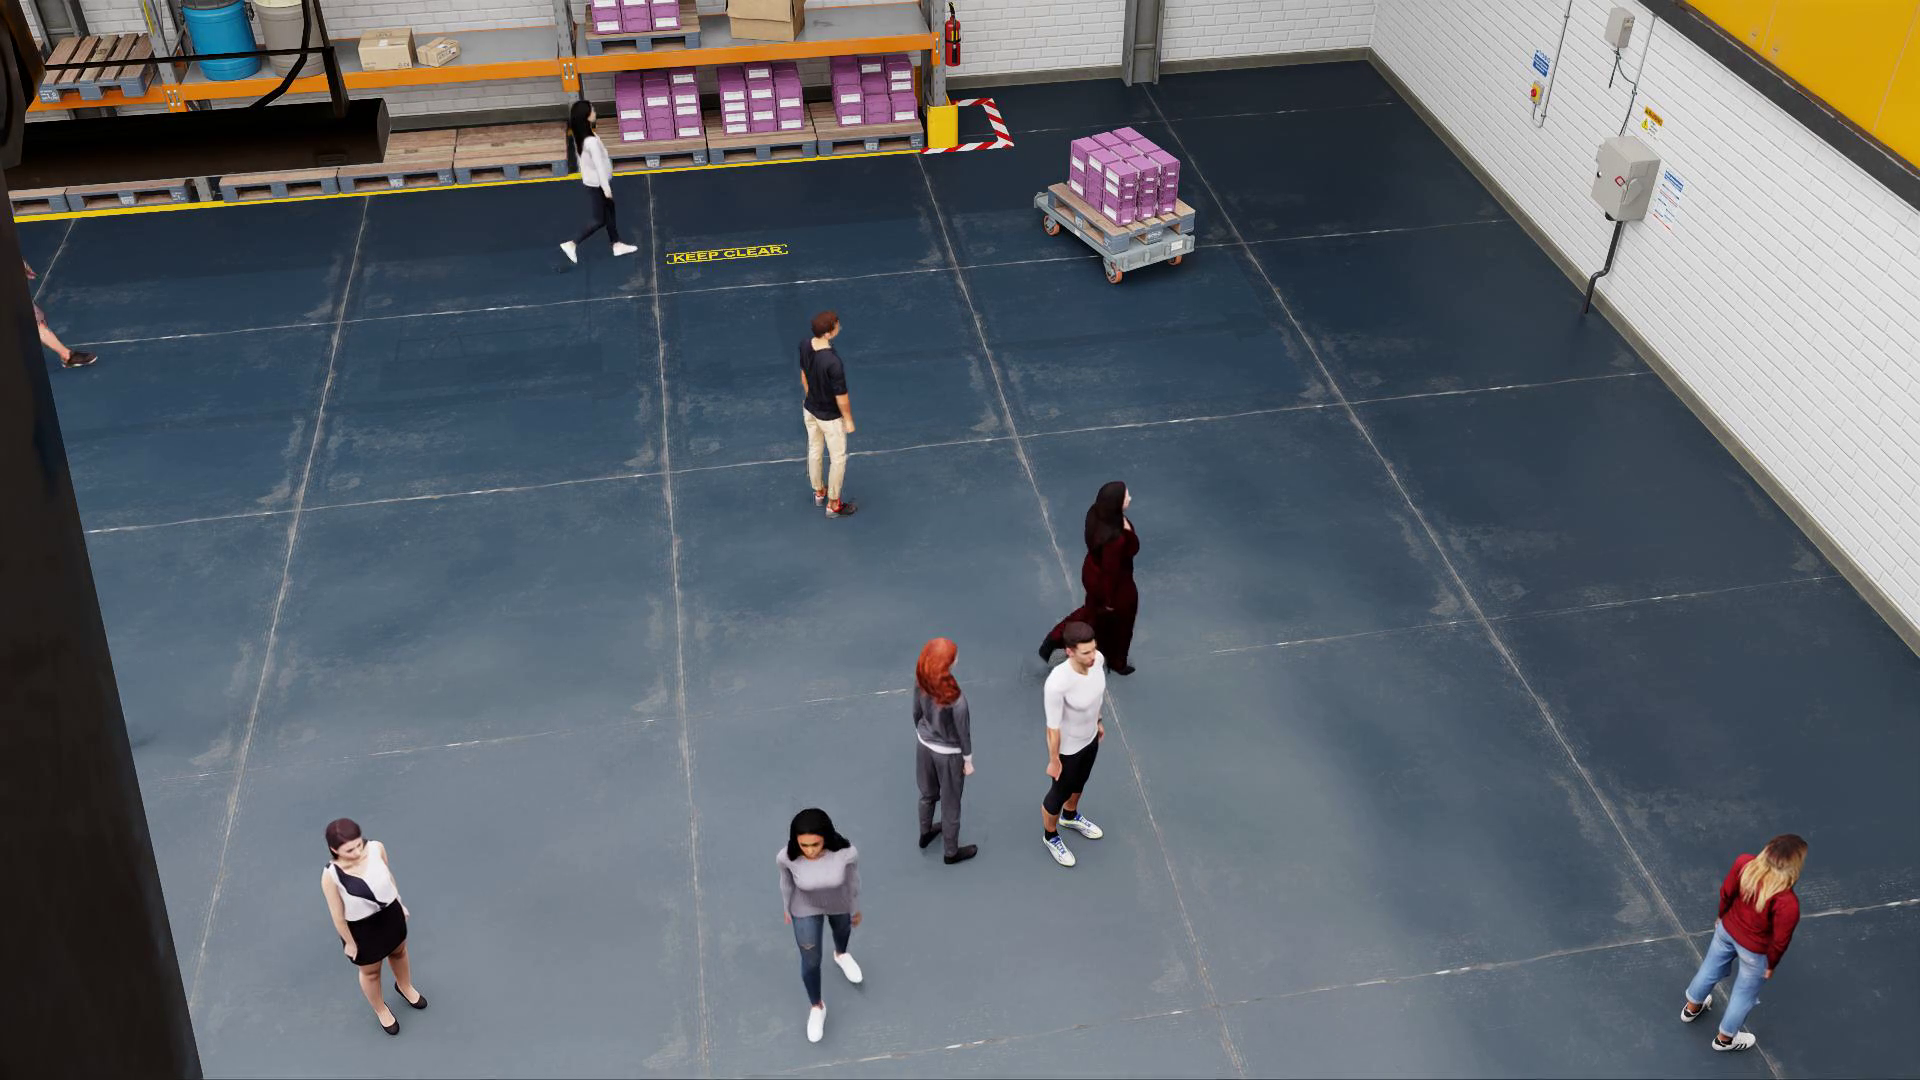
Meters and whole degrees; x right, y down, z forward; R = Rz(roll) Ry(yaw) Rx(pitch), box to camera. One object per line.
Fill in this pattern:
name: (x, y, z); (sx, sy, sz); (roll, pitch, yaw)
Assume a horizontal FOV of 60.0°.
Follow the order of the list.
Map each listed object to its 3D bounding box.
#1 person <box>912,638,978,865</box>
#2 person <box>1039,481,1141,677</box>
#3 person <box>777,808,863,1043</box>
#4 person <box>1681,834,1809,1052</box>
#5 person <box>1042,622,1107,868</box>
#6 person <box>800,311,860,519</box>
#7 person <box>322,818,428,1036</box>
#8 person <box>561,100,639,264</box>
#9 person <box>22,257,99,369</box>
person: (-0.114, 1.294, 10.264); (0.656, 1.781, 0.677); (31, 48, 33)
person: (0.935, 0.306, 11.538); (0.943, 1.737, 0.685); (-8, 39, -10)
person: (-0.770, 2.016, 9.428); (0.802, 1.696, 0.672); (-7, 39, -8)
person: (4.376, 2.212, 9.233); (0.611, 1.634, 0.657); (-16, 41, -19)
person: (0.704, 1.216, 10.306); (0.808, 1.851, 0.723); (28, 46, 30)
person: (-1.062, -1.022, 13.111); (0.752, 1.848, 0.774); (24, 45, 27)
person: (-3.285, 2.141, 9.309); (0.693, 1.649, 0.631); (24, 45, 27)
person: (-3.644, -3.478, 16.319); (1.063, 1.683, 0.779); (-17, 42, -20)
person: (-8.527, -2.275, 14.703); (1.169, 1.819, 0.677); (-6, 39, -7)
